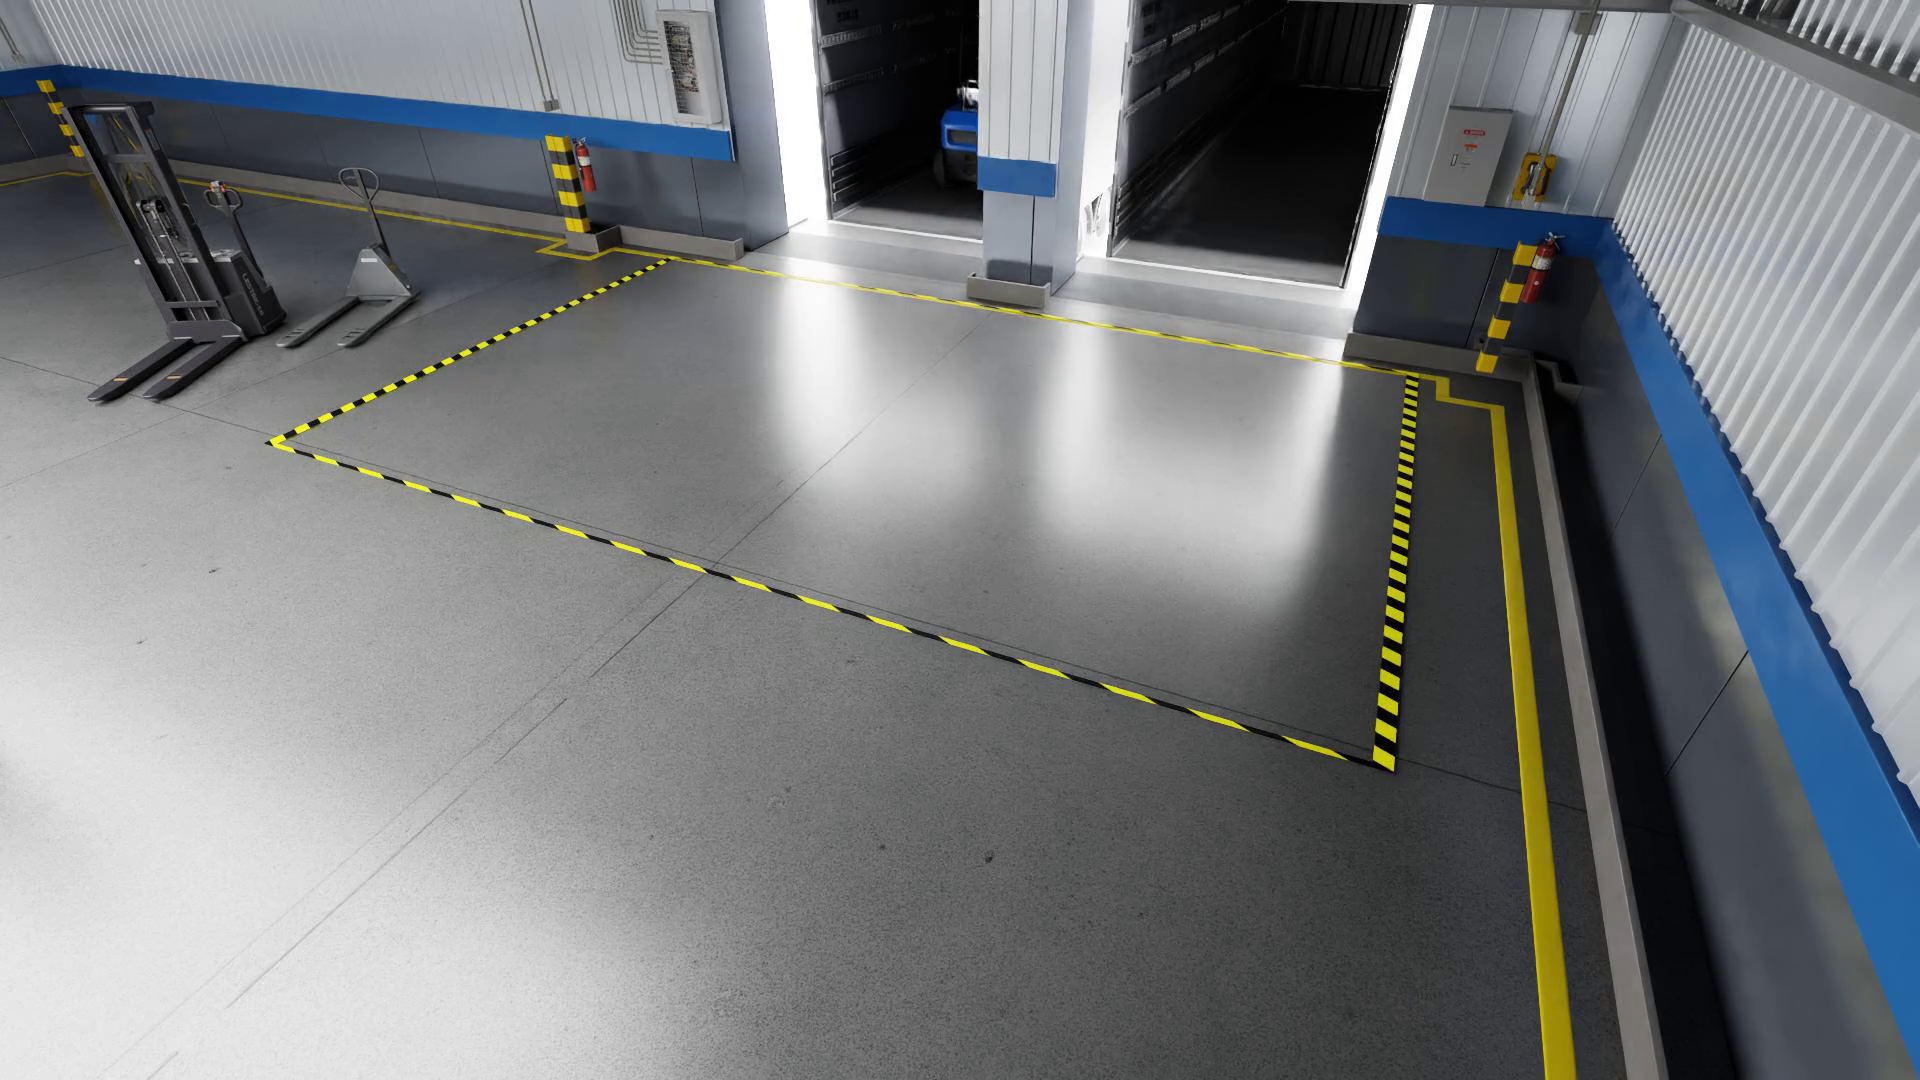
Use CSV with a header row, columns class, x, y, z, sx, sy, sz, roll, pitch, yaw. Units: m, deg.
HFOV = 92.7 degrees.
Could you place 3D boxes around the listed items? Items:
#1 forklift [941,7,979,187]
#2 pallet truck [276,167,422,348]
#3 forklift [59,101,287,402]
class,x,y,z,sx,sy,sz,roll,pitch,yaw
forklift,0.725,-6.144,12.496,1.157,2.036,2.680,16,38,21
pallet truck,-5.732,-2.611,8.414,0.680,1.201,1.601,-1,35,-1
forklift,-6.686,-2.387,7.434,0.823,1.965,1.885,-3,35,-5
